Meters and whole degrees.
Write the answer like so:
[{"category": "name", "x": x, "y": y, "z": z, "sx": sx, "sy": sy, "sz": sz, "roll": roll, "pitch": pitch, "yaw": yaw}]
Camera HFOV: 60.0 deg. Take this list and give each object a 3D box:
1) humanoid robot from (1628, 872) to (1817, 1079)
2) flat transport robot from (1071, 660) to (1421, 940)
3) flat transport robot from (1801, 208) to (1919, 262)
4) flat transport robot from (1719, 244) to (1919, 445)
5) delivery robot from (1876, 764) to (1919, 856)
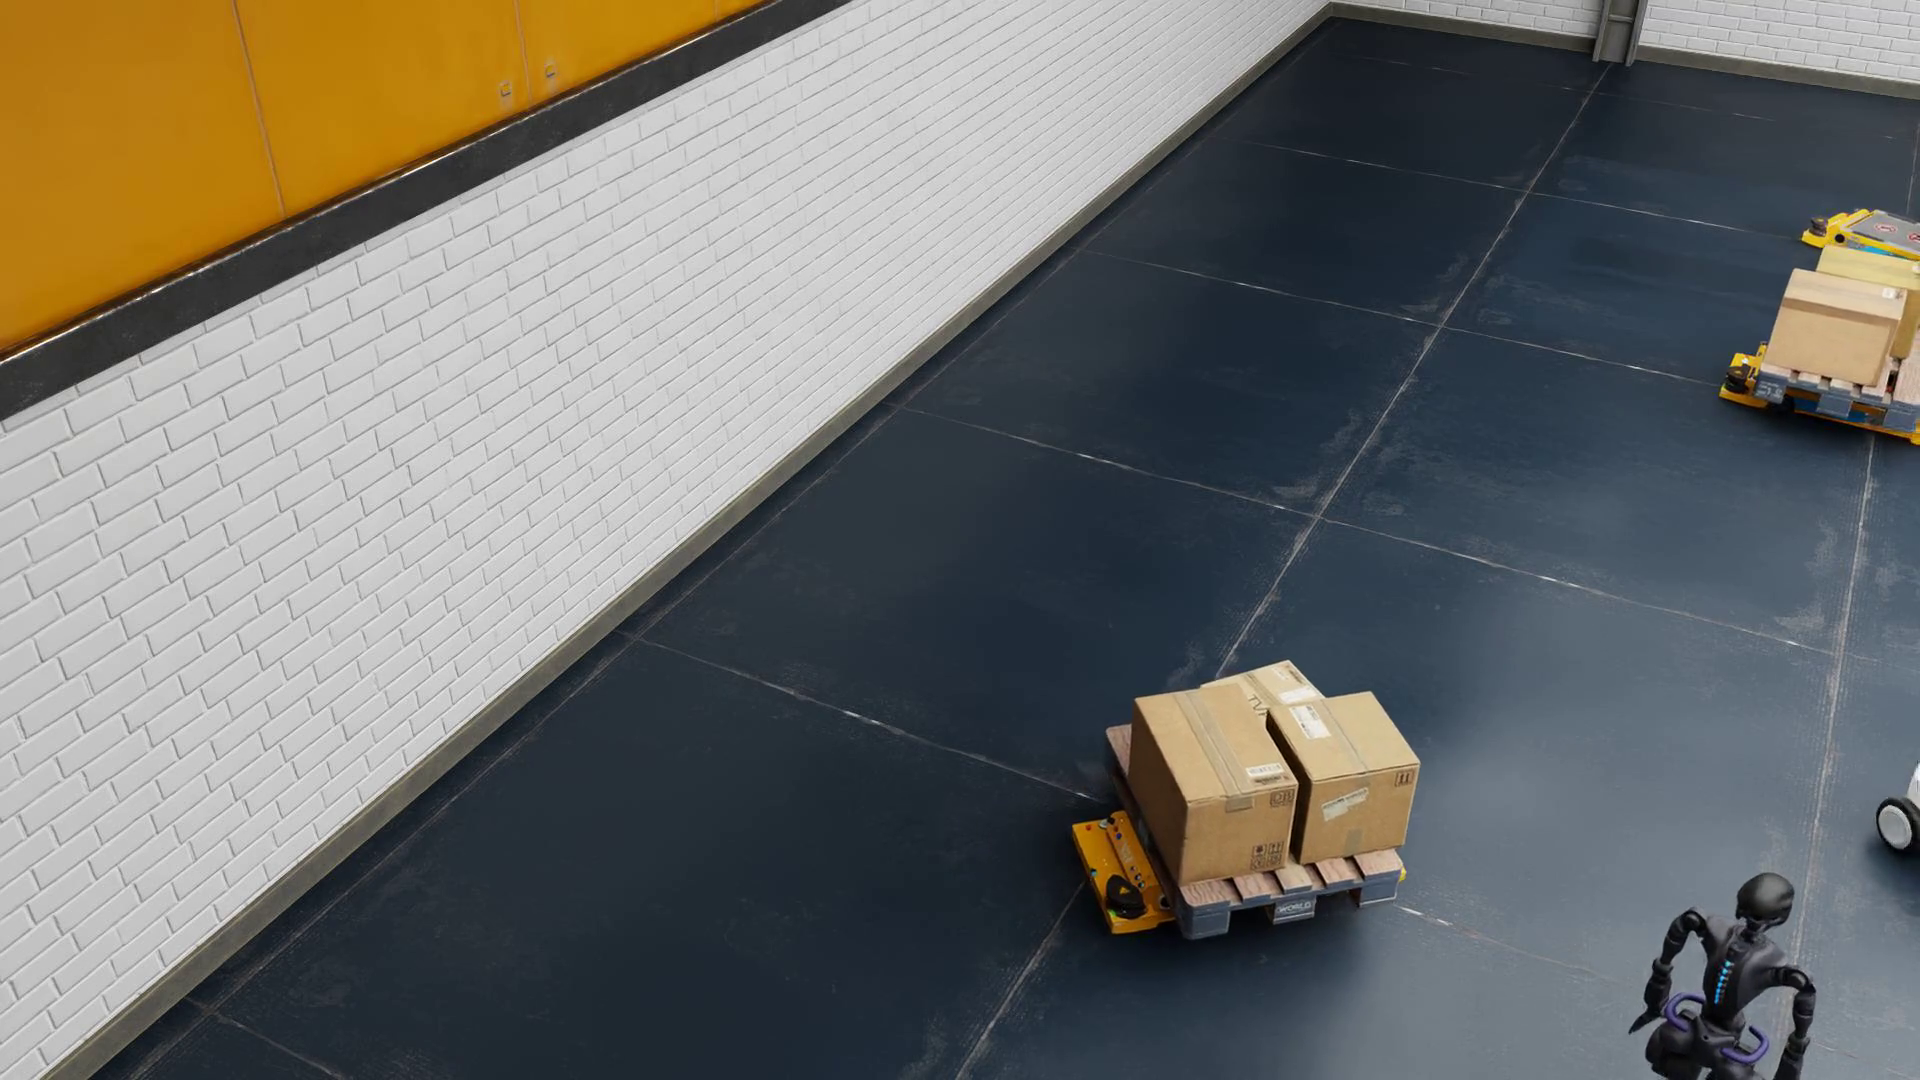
[{"category": "humanoid robot", "x": 2.728, "y": 1.846, "z": 6.015, "sx": 0.795, "sy": 1.620, "sz": 0.611, "roll": -27, "pitch": 42, "yaw": -34}, {"category": "flat transport robot", "x": 1.303, "y": 1.442, "z": 7.832, "sx": 1.431, "sy": 0.231, "sz": 0.659, "roll": -8, "pitch": 35, "yaw": -11}, {"category": "flat transport robot", "x": 7.696, "y": -2.364, "z": 13.494, "sx": 0.659, "sy": 0.231, "sz": 1.431, "roll": -25, "pitch": 41, "yaw": -32}, {"category": "flat transport robot", "x": 6.068, "y": -1.014, "z": 11.486, "sx": 1.431, "sy": 0.231, "sz": 0.659, "roll": 18, "pitch": 38, "yaw": 25}, {"category": "delivery robot", "x": 4.728, "y": 1.355, "z": 7.712, "sx": 0.499, "sy": 0.602, "sz": 0.801, "roll": -8, "pitch": 35, "yaw": -11}]
